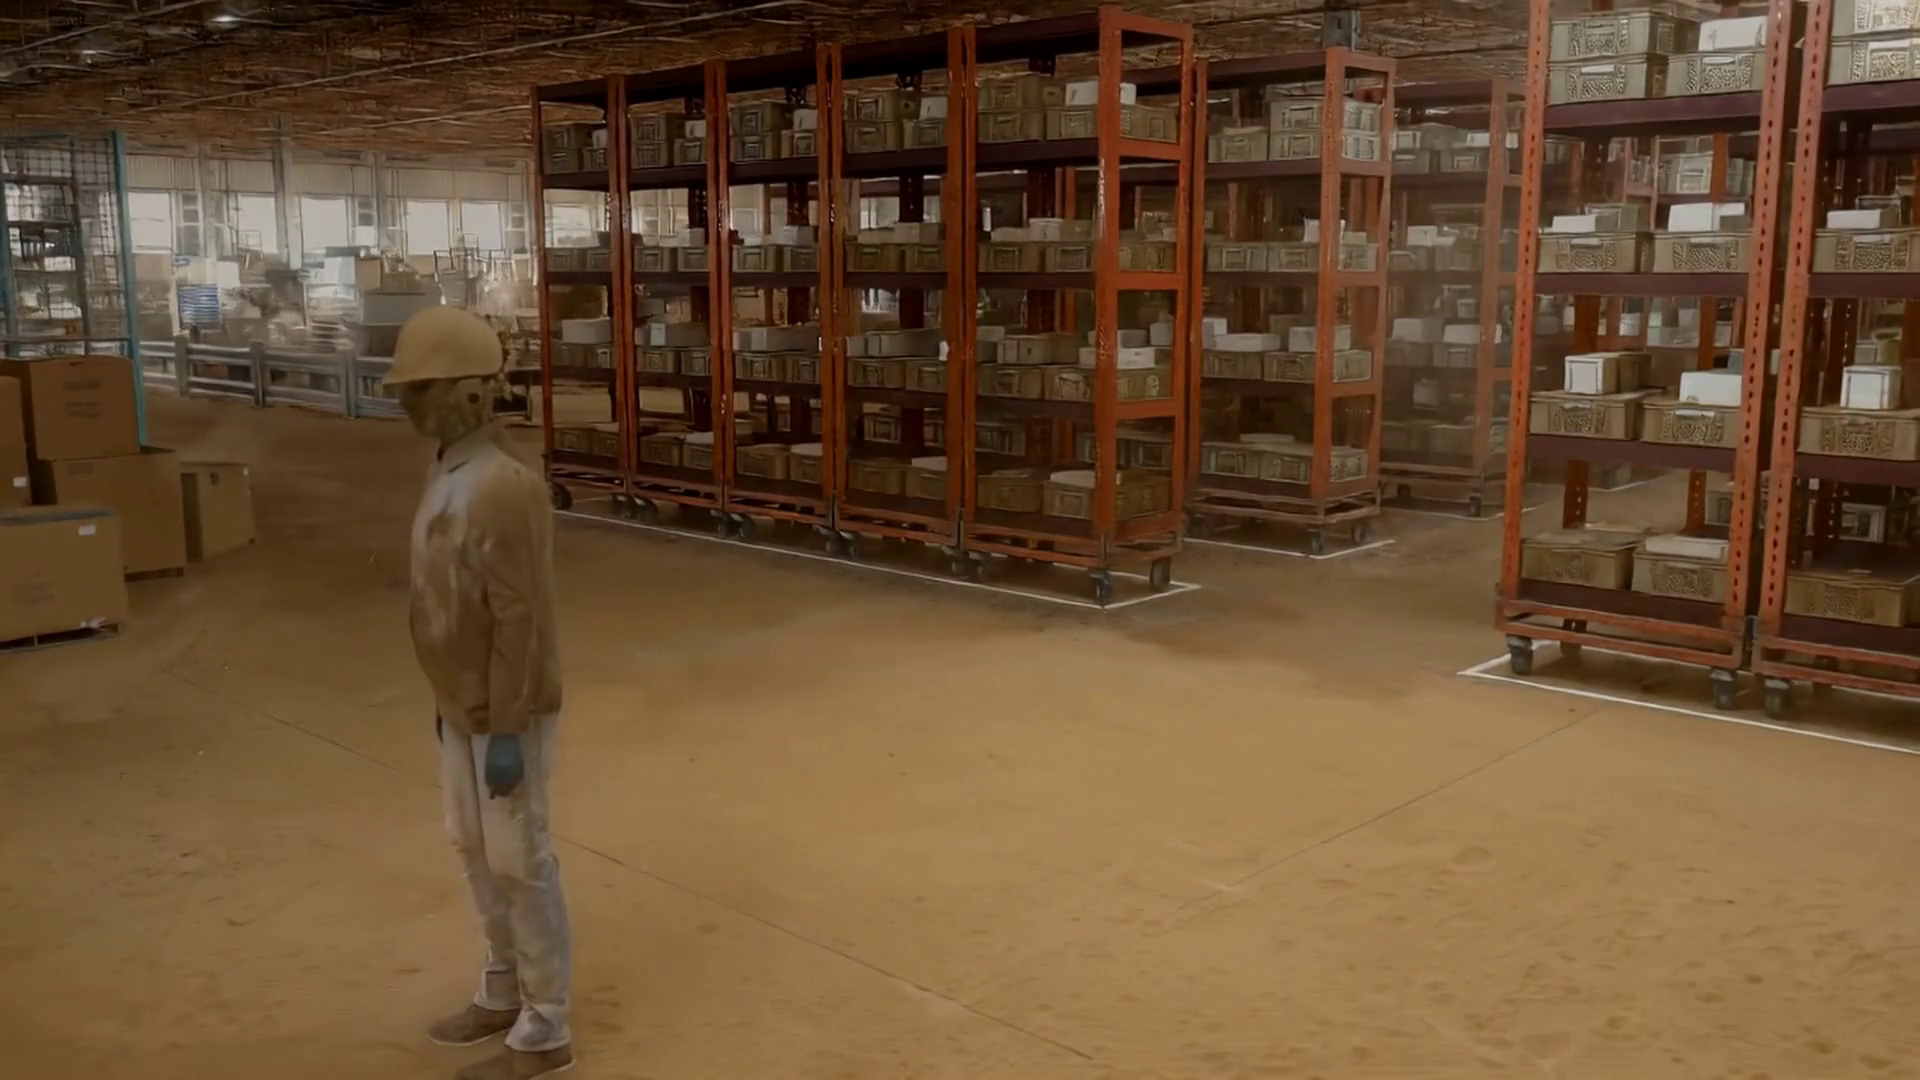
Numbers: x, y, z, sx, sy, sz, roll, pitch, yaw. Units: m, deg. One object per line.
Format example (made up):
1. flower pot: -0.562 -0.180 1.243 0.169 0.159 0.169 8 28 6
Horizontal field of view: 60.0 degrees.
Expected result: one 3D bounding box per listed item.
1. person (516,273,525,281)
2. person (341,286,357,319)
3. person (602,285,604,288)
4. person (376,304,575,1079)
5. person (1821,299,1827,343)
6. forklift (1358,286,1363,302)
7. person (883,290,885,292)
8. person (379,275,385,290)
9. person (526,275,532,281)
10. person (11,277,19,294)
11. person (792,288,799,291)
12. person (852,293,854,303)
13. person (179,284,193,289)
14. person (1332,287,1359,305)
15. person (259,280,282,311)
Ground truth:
1. person: -25.445 -14.544 96.324 0.524 1.834 0.613 2 9 12
2. person: -14.449 -5.299 39.588 0.623 1.846 0.542 -5 11 -29
3. person: -15.308 -10.326 70.903 0.409 1.677 0.549 -6 11 -31
4. person: -1.222 0.406 4.213 0.406 1.987 0.608 -7 11 -35
5. person: 23.752 -6.289 46.035 0.543 1.711 0.895 -7 12 -36
6. forklift: 11.100 -7.017 46.970 1.873 2.768 1.129 9 13 43
7. person: -3.384 -11.260 75.901 0.896 1.940 0.623 -3 10 -18
8. person: -20.986 -8.719 60.434 1.037 1.883 0.653 -5 10 -27
9. person: -24.701 -14.323 95.291 0.502 1.715 0.605 0 9 0
10. person: -43.975 -11.509 77.509 0.673 1.898 0.611 -5 11 -30
11. person: -6.857 -10.303 70.274 0.579 1.863 1.055 -3 10 -15
12. person: -4.397 -9.392 64.464 0.569 1.917 0.414 -3 10 -19
13. person: -25.573 -7.939 55.190 0.903 2.000 0.680 -6 11 -34
14. person: 5.744 -2.887 24.757 0.655 1.875 0.495 8 12 40
15. person: -19.092 -6.311 46.049 0.539 1.750 0.424 0 9 2
